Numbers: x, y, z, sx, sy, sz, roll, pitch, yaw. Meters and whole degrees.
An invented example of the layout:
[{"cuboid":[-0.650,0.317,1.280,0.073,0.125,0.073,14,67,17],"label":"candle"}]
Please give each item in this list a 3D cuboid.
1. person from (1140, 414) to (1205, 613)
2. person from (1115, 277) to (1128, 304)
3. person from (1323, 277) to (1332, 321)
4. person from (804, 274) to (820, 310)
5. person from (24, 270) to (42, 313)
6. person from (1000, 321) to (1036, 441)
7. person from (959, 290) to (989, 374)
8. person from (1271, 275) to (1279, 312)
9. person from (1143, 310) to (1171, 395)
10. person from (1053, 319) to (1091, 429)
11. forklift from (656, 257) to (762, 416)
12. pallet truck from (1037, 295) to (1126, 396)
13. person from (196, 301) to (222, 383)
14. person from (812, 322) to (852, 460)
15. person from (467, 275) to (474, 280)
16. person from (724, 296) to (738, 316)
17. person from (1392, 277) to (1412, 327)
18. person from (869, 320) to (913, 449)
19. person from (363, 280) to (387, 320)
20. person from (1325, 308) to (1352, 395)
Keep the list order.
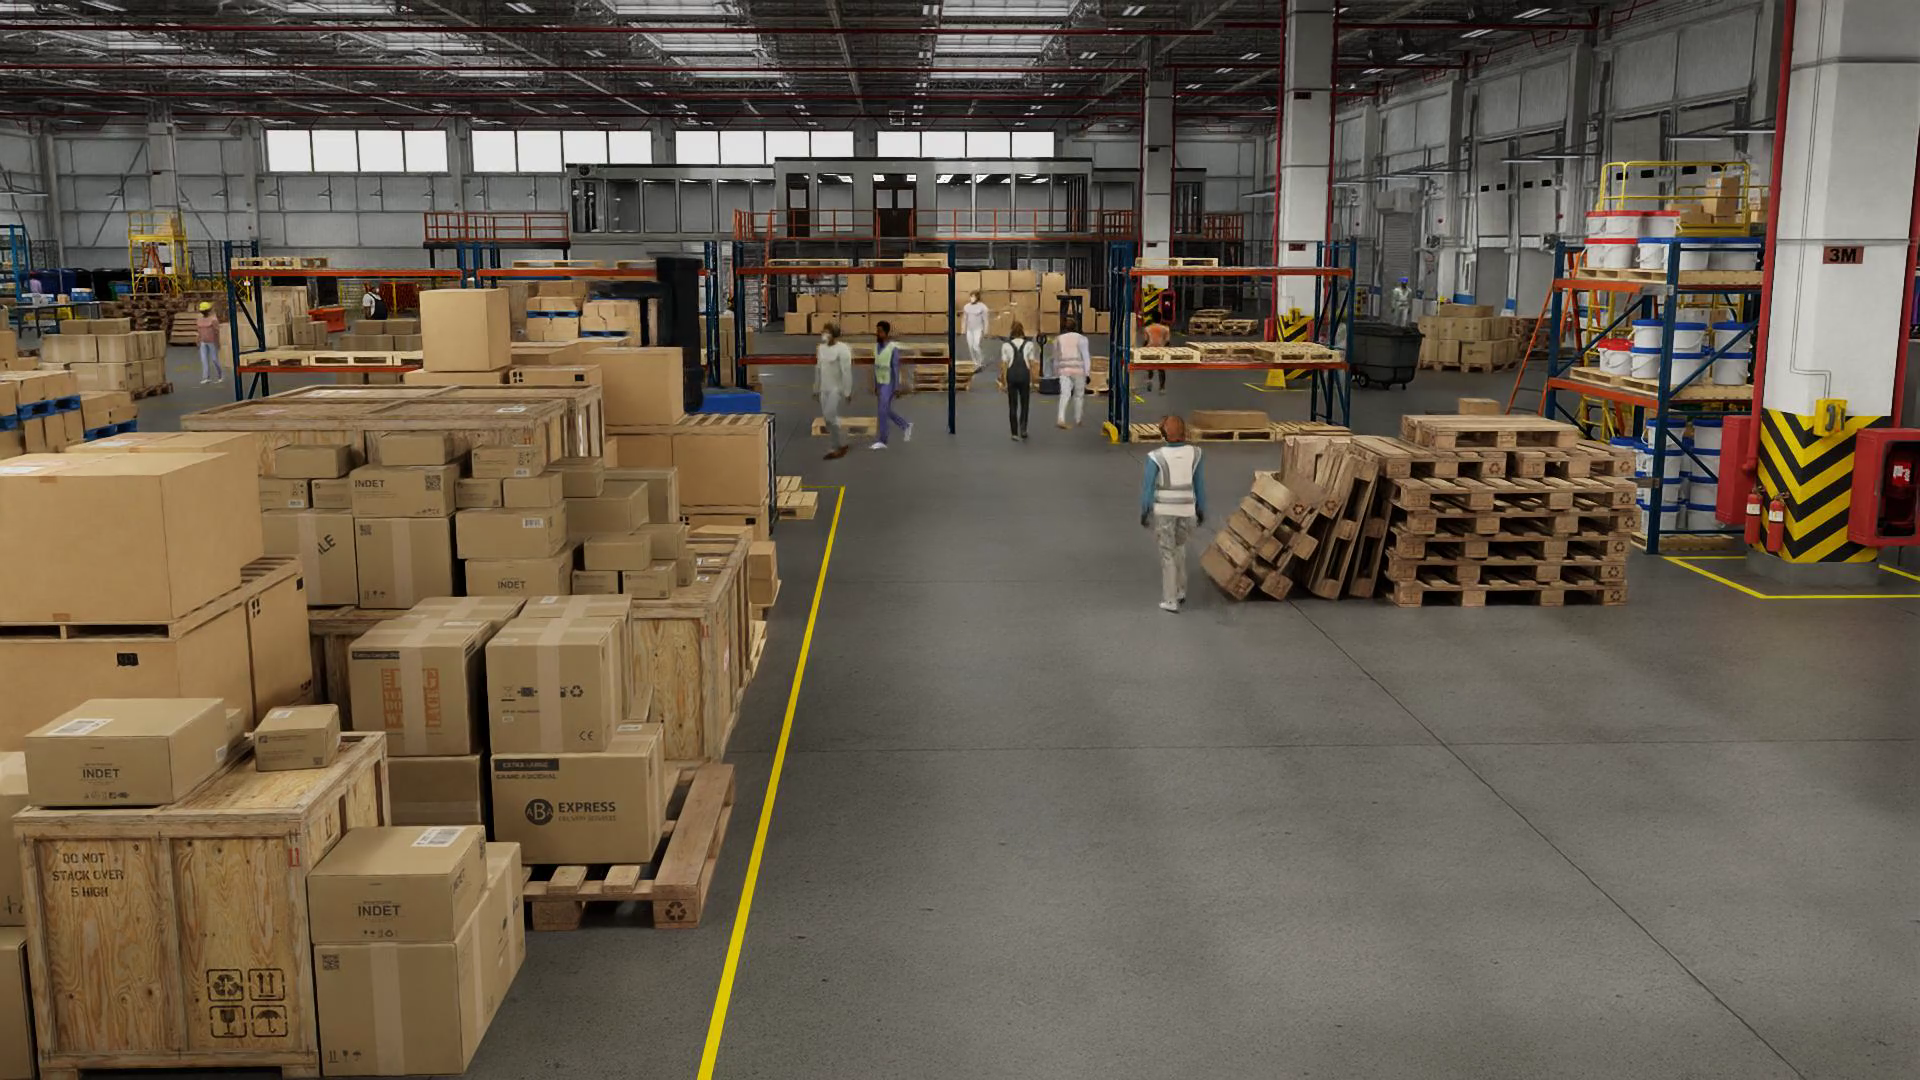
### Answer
[{"cuboid":[1.731,-0.225,13.712,0.546,1.620,0.456,-4,11,-20],"label":"person"},{"cuboid":[5.921,-8.727,60.619,0.971,1.798,0.637,-9,14,-41],"label":"person"},{"cuboid":[11.992,-7.585,53.949,0.438,1.913,0.602,-6,12,-31],"label":"person"},{"cuboid":[-5.200,-8.387,58.379,0.562,1.922,0.423,-1,10,-8],"label":"person"},{"cuboid":[-33.170,-8.649,59.546,0.589,2.018,0.639,6,12,28],"label":"person"},{"cuboid":[0.884,-2.439,25.520,0.543,1.820,0.679,0,10,-1],"label":"person"},{"cuboid":[0.304,-4.763,38.196,0.636,1.921,0.526,7,12,35],"label":"person"},{"cuboid":[13.708,-10.793,71.608,0.650,1.980,0.450,-2,10,-10],"label":"person"},{"cuboid":[3.897,-3.705,32.949,0.585,1.675,0.442,3,11,16],"label":"person"},{"cuboid":[1.813,-2.700,27.109,0.660,1.787,0.912,3,11,17],"label":"person"},{"cuboid":[-3.596,-2.249,21.507,1.873,2.768,1.129,-5,11,-26],"label":"forklift"},{"cuboid":[2.483,-3.881,33.060,1.885,1.965,0.823,-7,13,-36],"label":"pallet truck"},{"cuboid":[-16.148,-4.238,35.712,0.533,1.769,0.343,2,10,10],"label":"person"},{"cuboid":[-1.807,-2.062,23.124,0.442,1.920,0.639,-8,13,-38],"label":"person"},{"cuboid":[-19.710,-9.999,67.517,0.605,1.857,0.651,0,10,-1],"label":"person"},{"cuboid":[-4.943,-4.360,36.144,0.328,1.858,0.502,5,11,24],"label":"person"},{"cuboid":[14.056,-7.404,52.902,0.620,1.923,0.793,1,10,8],"label":"person"},{"cuboid":[-1.028,-2.304,24.587,0.760,1.899,0.598,-7,12,-34],"label":"person"},{"cuboid":[-15.241,-5.770,43.463,0.538,2.000,0.683,1,10,8],"label":"person"},{"cuboid":[7.530,-3.711,32.866,0.453,1.731,0.489,-2,10,-11],"label":"person"}]
